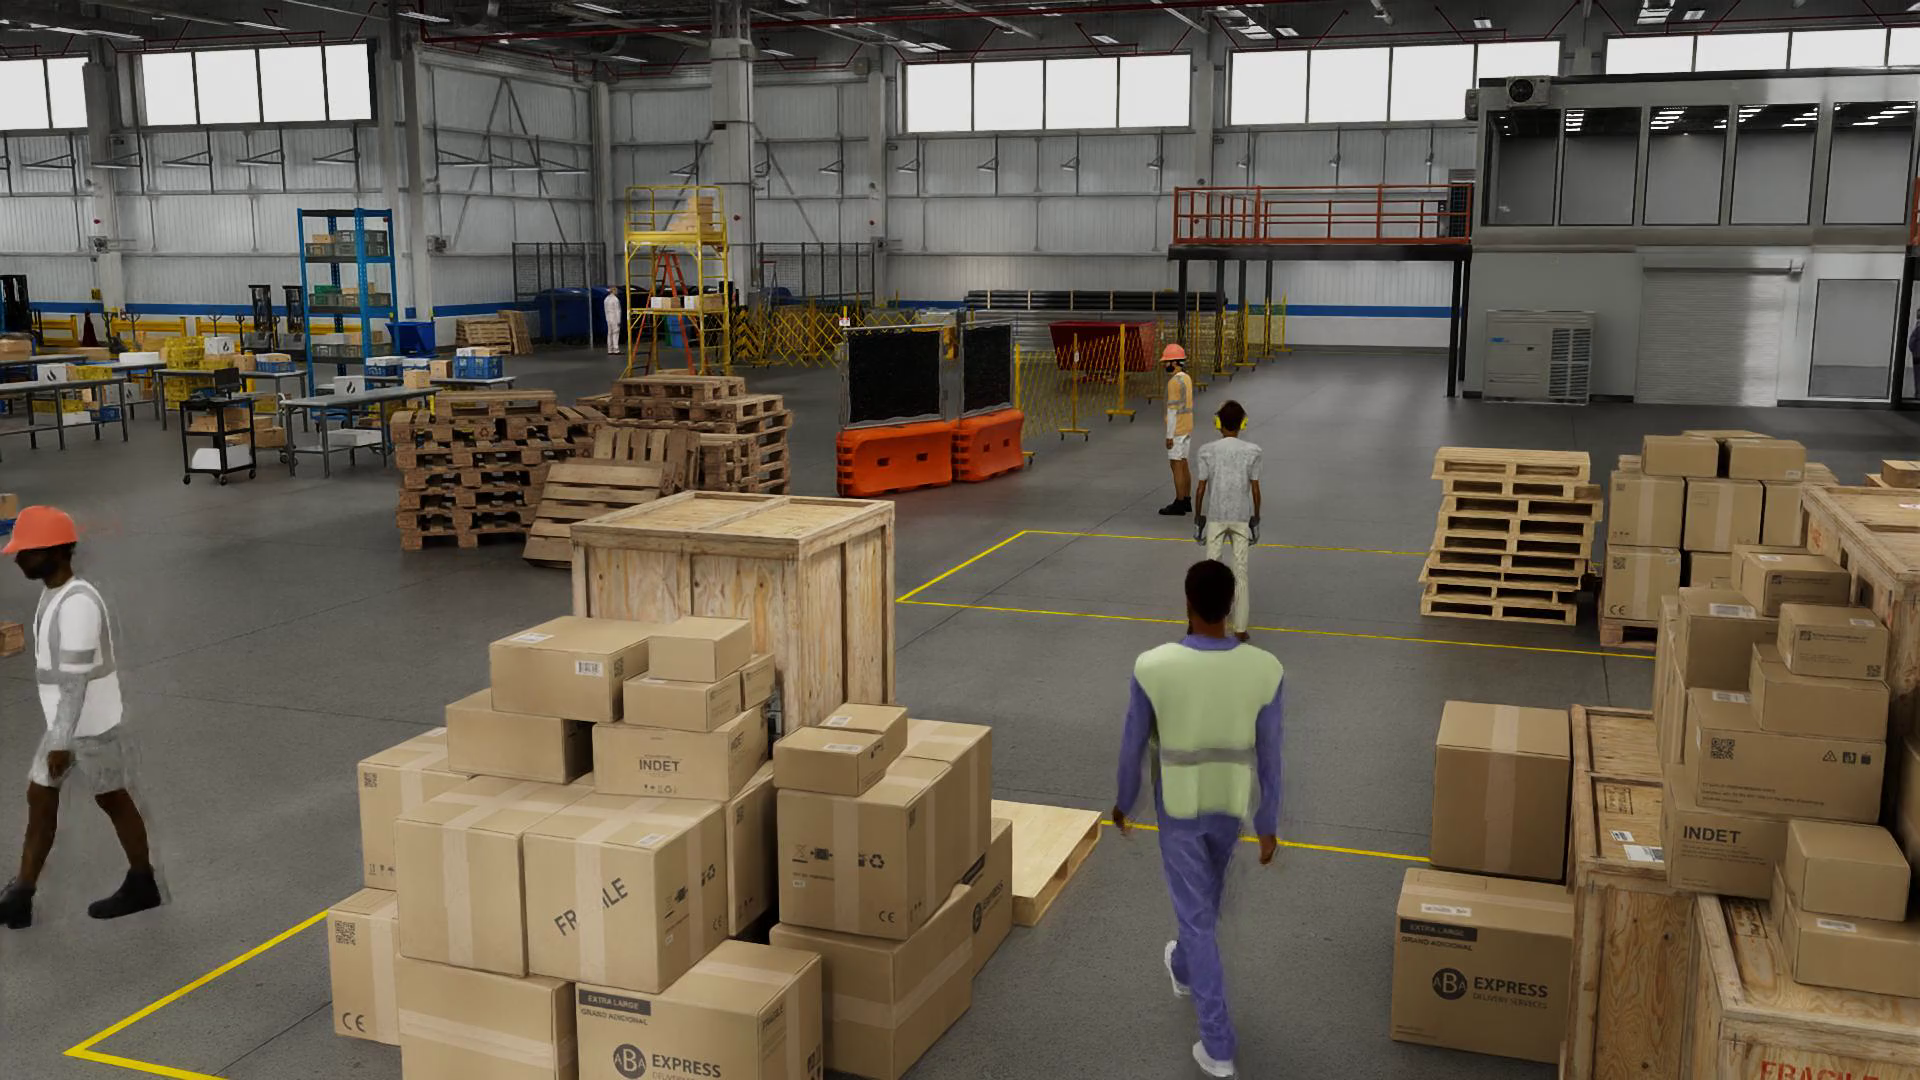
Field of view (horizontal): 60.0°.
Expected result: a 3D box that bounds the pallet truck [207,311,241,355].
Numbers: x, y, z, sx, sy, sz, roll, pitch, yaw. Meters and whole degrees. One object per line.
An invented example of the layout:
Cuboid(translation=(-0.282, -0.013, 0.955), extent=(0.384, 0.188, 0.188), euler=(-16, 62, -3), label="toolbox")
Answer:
Cuboid(translation=(-19.537, -5.575, 44.913), extent=(0.653, 1.274, 1.630), euler=(3, 11, 19), label="pallet truck")

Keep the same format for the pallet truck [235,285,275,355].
Cuboid(translation=(-18.327, -5.835, 44.421), extent=(0.823, 1.965, 1.885), euler=(4, 11, 23), label="pallet truck")

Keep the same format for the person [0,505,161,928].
Cuboid(translation=(-4.018, 0.805, 7.286), extent=(0.900, 1.900, 0.575), euler=(-9, 13, -40), label="person")

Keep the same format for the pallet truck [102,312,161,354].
Cuboid(translation=(-23.057, -5.777, 46.261), extent=(0.680, 1.201, 1.601), euler=(3, 11, 19), label="pallet truck")

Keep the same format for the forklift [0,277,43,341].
Cuboid(translation=(-27.151, -6.329, 46.328), extent=(1.157, 1.987, 2.680), euler=(3, 11, 17), label="forklift")

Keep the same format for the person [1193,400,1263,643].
Cuboid(translation=(2.041, -0.131, 12.699), extent=(0.514, 1.862, 0.321), euler=(1, 10, 5), label="person")

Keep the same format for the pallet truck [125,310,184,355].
Cuboid(translation=(-22.038, -5.665, 45.457), extent=(0.704, 1.261, 1.522), euler=(3, 11, 17), label="pallet truck")

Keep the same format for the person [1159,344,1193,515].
Cuboid(translation=(2.424, -1.242, 18.771), extent=(0.398, 1.928, 0.542), euler=(4, 11, 23), label="person")

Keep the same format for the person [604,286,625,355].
Cuboid(translation=(-9.534, -6.053, 45.907), extent=(0.408, 1.906, 0.652), euler=(-9, 14, -42), label="person")

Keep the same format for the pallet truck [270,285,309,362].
Cuboid(translation=(-17.147, -5.700, 43.663), extent=(0.823, 1.965, 1.885), euler=(3, 11, 17), label="pallet truck")

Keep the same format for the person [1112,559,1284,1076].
Cuboid(translation=(0.905, 1.002, 6.334), extent=(0.596, 1.869, 1.035), euler=(-2, 10, -12), label="person")
